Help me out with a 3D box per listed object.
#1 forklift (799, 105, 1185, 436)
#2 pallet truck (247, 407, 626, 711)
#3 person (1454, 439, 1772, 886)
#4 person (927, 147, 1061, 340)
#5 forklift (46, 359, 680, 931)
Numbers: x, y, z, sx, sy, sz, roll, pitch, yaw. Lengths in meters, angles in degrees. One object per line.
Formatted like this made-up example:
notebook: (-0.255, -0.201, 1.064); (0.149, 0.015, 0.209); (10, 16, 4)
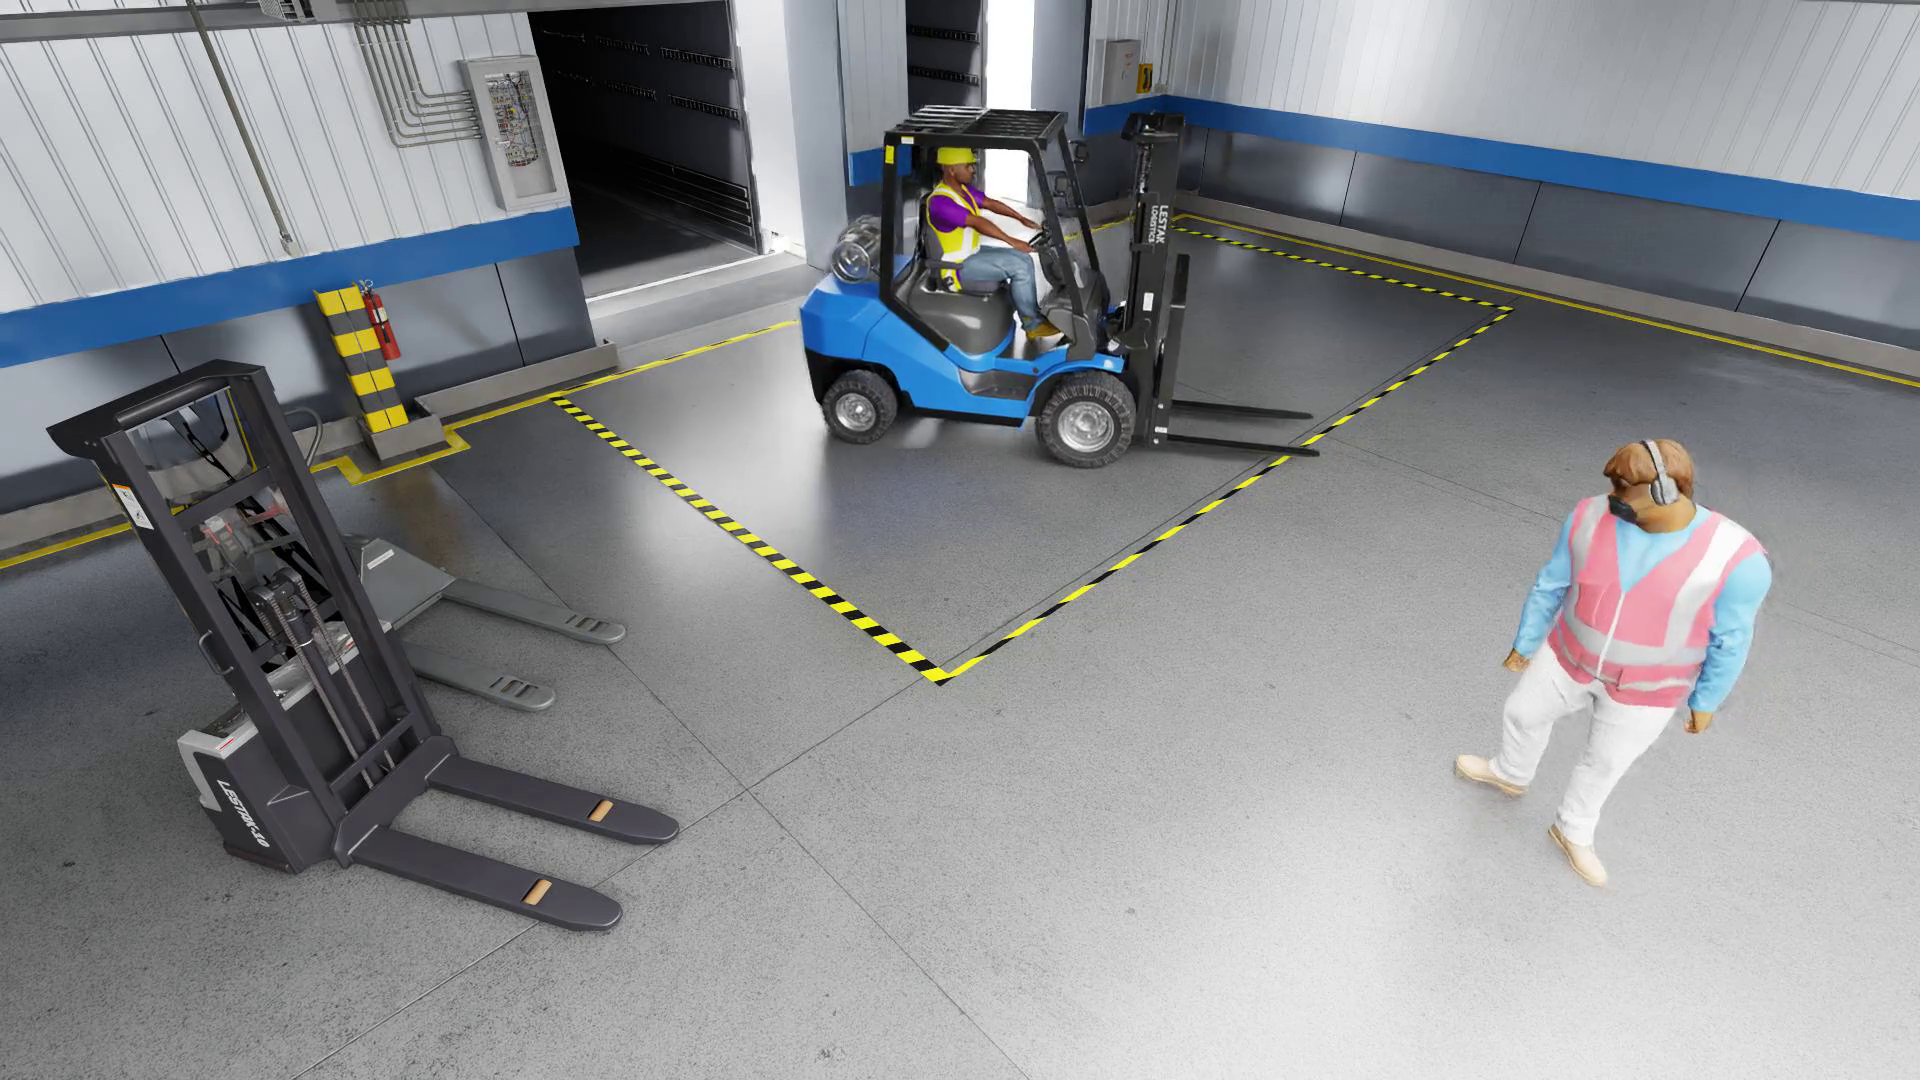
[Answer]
forklift: (0.233, -1.912, 6.470); (2.680, 2.036, 1.157); (8, 35, 11)
pallet truck: (-2.628, 0.038, 4.590); (1.601, 1.201, 0.680); (12, 36, 18)
person: (2.424, 0.482, 3.446); (0.432, 1.799, 0.704); (-23, 40, -30)
person: (0.290, -2.055, 6.347); (1.004, 1.293, 0.635); (8, 35, 11)
forklift: (-2.135, 0.422, 3.354); (1.885, 1.965, 0.823); (10, 35, 14)
